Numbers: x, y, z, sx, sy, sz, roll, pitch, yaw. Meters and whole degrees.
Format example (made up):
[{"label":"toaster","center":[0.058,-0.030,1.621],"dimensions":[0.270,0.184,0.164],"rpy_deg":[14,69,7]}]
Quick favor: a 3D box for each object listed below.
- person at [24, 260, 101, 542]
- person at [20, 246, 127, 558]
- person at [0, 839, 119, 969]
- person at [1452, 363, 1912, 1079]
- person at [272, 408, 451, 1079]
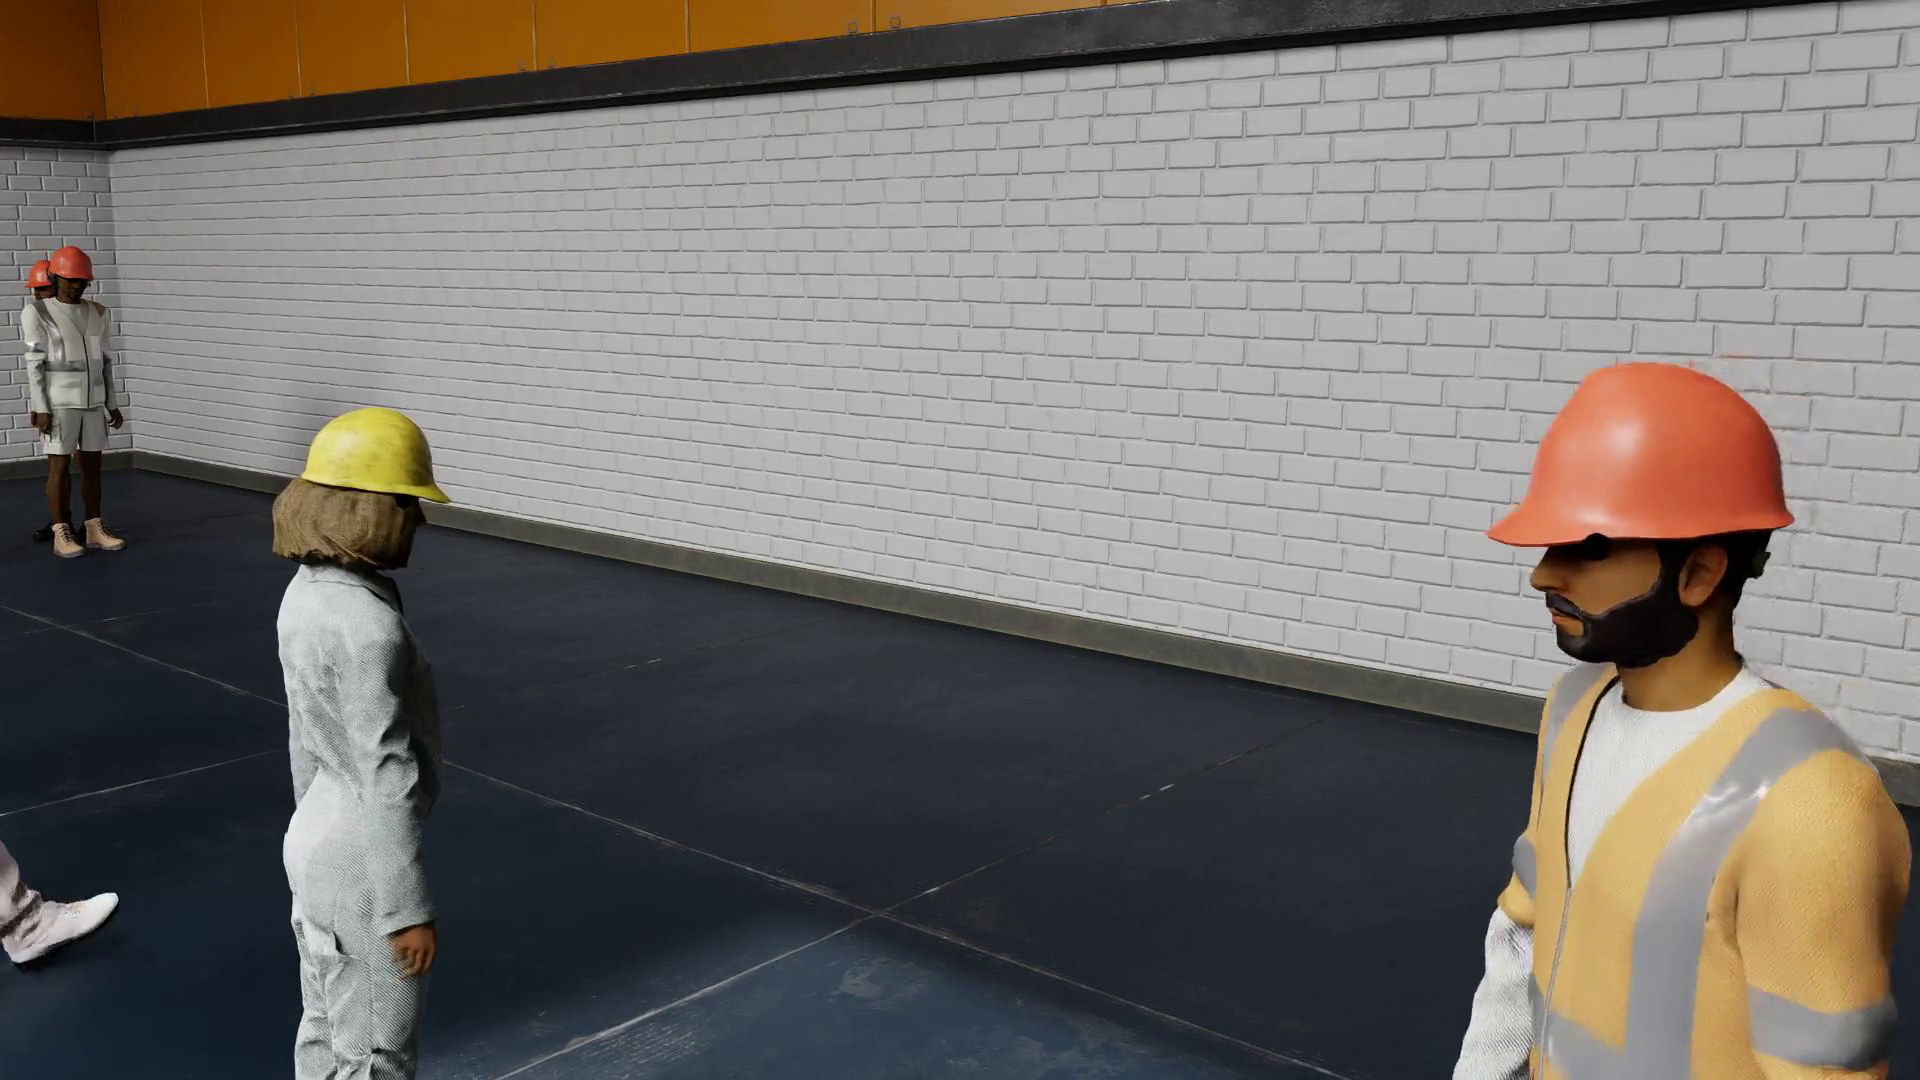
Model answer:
[{"label":"person","center":[-6.205,-0.950,11.482],"dimensions":[0.543,1.938,0.356],"rpy_deg":[3,10,16]},{"label":"person","center":[-5.818,-0.909,10.981],"dimensions":[0.399,2.033,0.605],"rpy_deg":[5,11,26]},{"label":"person","center":[-2.851,0.329,4.473],"dimensions":[0.960,1.844,0.716],"rpy_deg":[-6,12,-30]},{"label":"person","center":[0.671,0.754,1.899],"dimensions":[0.958,1.890,0.567],"rpy_deg":[0,10,-3]},{"label":"person","center":[-1.081,0.624,3.101],"dimensions":[0.322,1.735,0.486],"rpy_deg":[-7,12,-34]}]
